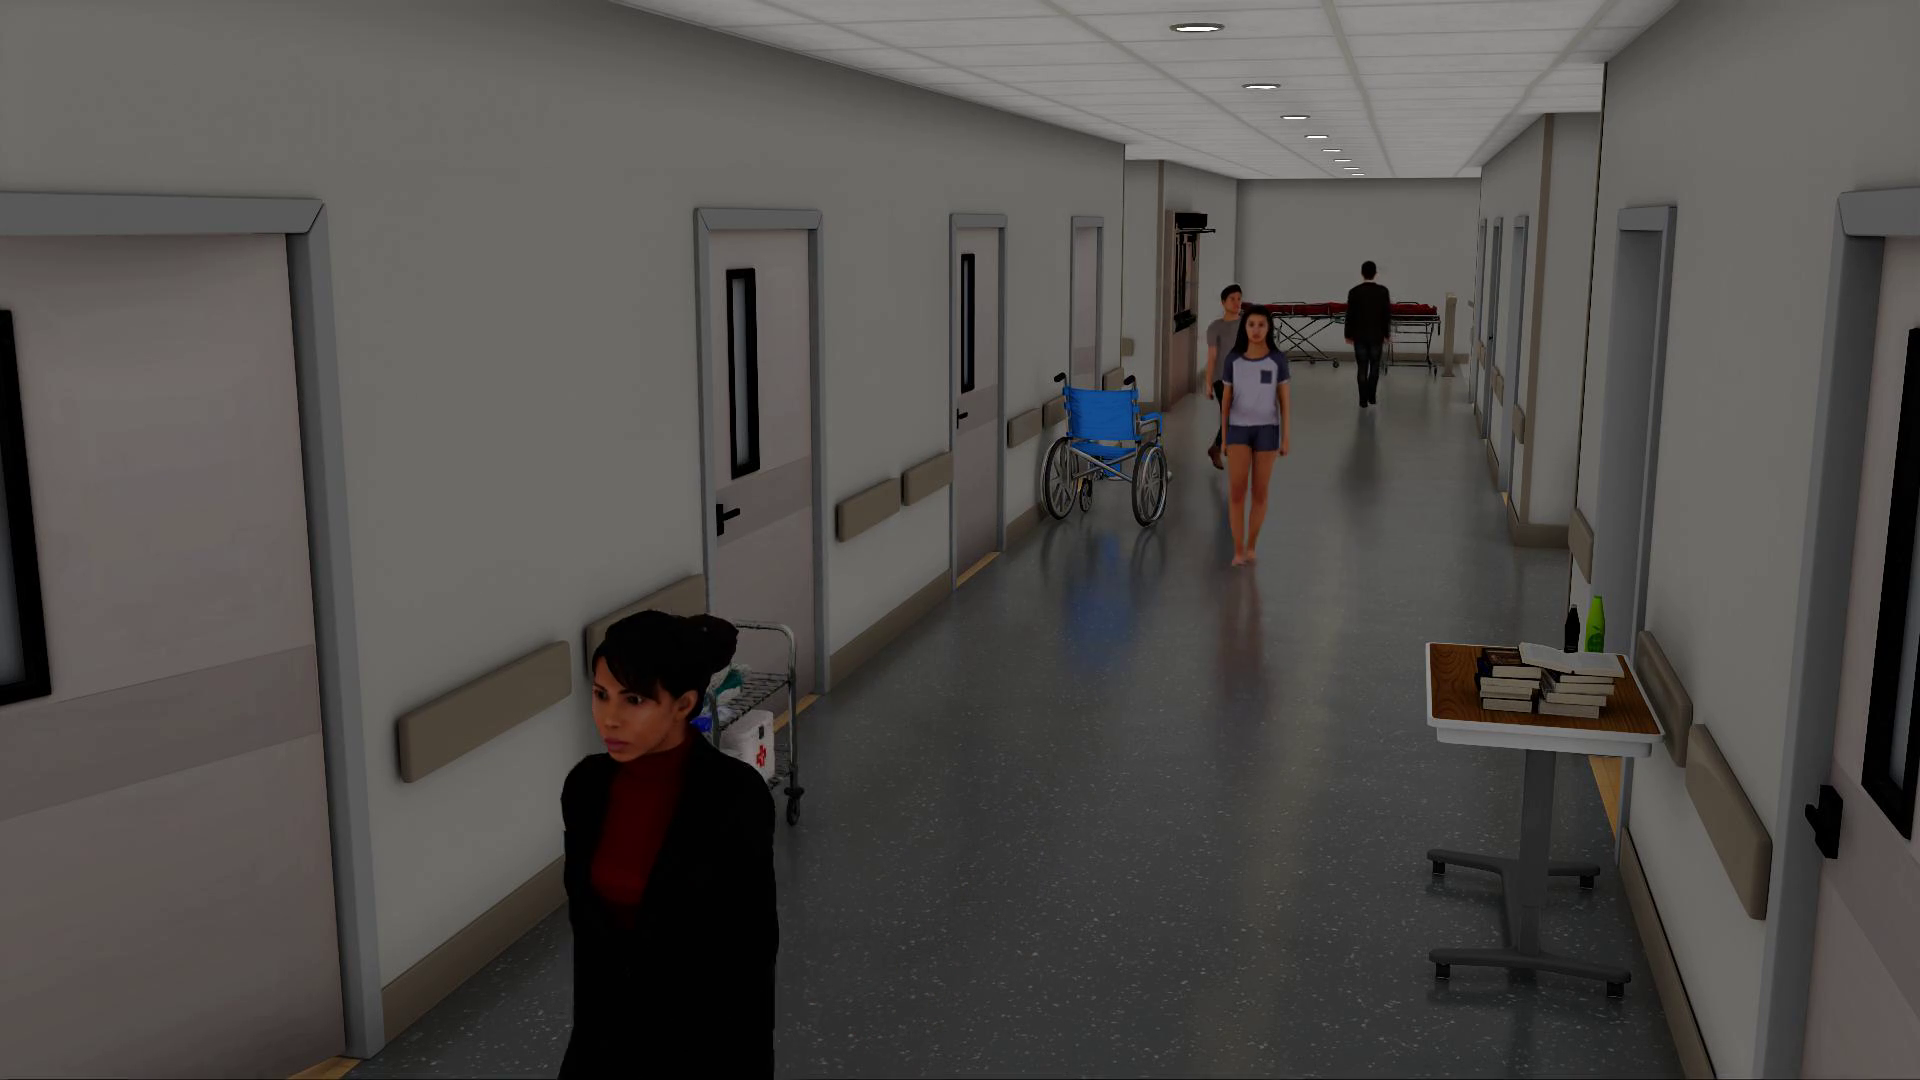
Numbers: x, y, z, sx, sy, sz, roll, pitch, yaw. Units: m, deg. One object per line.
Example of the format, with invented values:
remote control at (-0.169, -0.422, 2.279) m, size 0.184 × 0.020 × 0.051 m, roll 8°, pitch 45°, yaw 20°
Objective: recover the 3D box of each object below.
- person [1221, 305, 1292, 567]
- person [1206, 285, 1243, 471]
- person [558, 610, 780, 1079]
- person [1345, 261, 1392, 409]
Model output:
person at (1.954, -0.694, 11.075) m, size 0.658 × 1.715 × 0.845 m, roll 1°, pitch 11°, yaw 7°
person at (2.418, -1.425, 14.993) m, size 1.005 × 1.691 × 1.180 m, roll -4°, pitch 11°, yaw -19°
person at (-0.469, 0.906, 2.876) m, size 0.570 × 1.629 × 0.614 m, roll 2°, pitch 11°, yaw 13°
person at (5.039, -2.524, 20.506) m, size 0.724 × 1.795 × 0.633 m, roll 2°, pitch 11°, yaw 10°
